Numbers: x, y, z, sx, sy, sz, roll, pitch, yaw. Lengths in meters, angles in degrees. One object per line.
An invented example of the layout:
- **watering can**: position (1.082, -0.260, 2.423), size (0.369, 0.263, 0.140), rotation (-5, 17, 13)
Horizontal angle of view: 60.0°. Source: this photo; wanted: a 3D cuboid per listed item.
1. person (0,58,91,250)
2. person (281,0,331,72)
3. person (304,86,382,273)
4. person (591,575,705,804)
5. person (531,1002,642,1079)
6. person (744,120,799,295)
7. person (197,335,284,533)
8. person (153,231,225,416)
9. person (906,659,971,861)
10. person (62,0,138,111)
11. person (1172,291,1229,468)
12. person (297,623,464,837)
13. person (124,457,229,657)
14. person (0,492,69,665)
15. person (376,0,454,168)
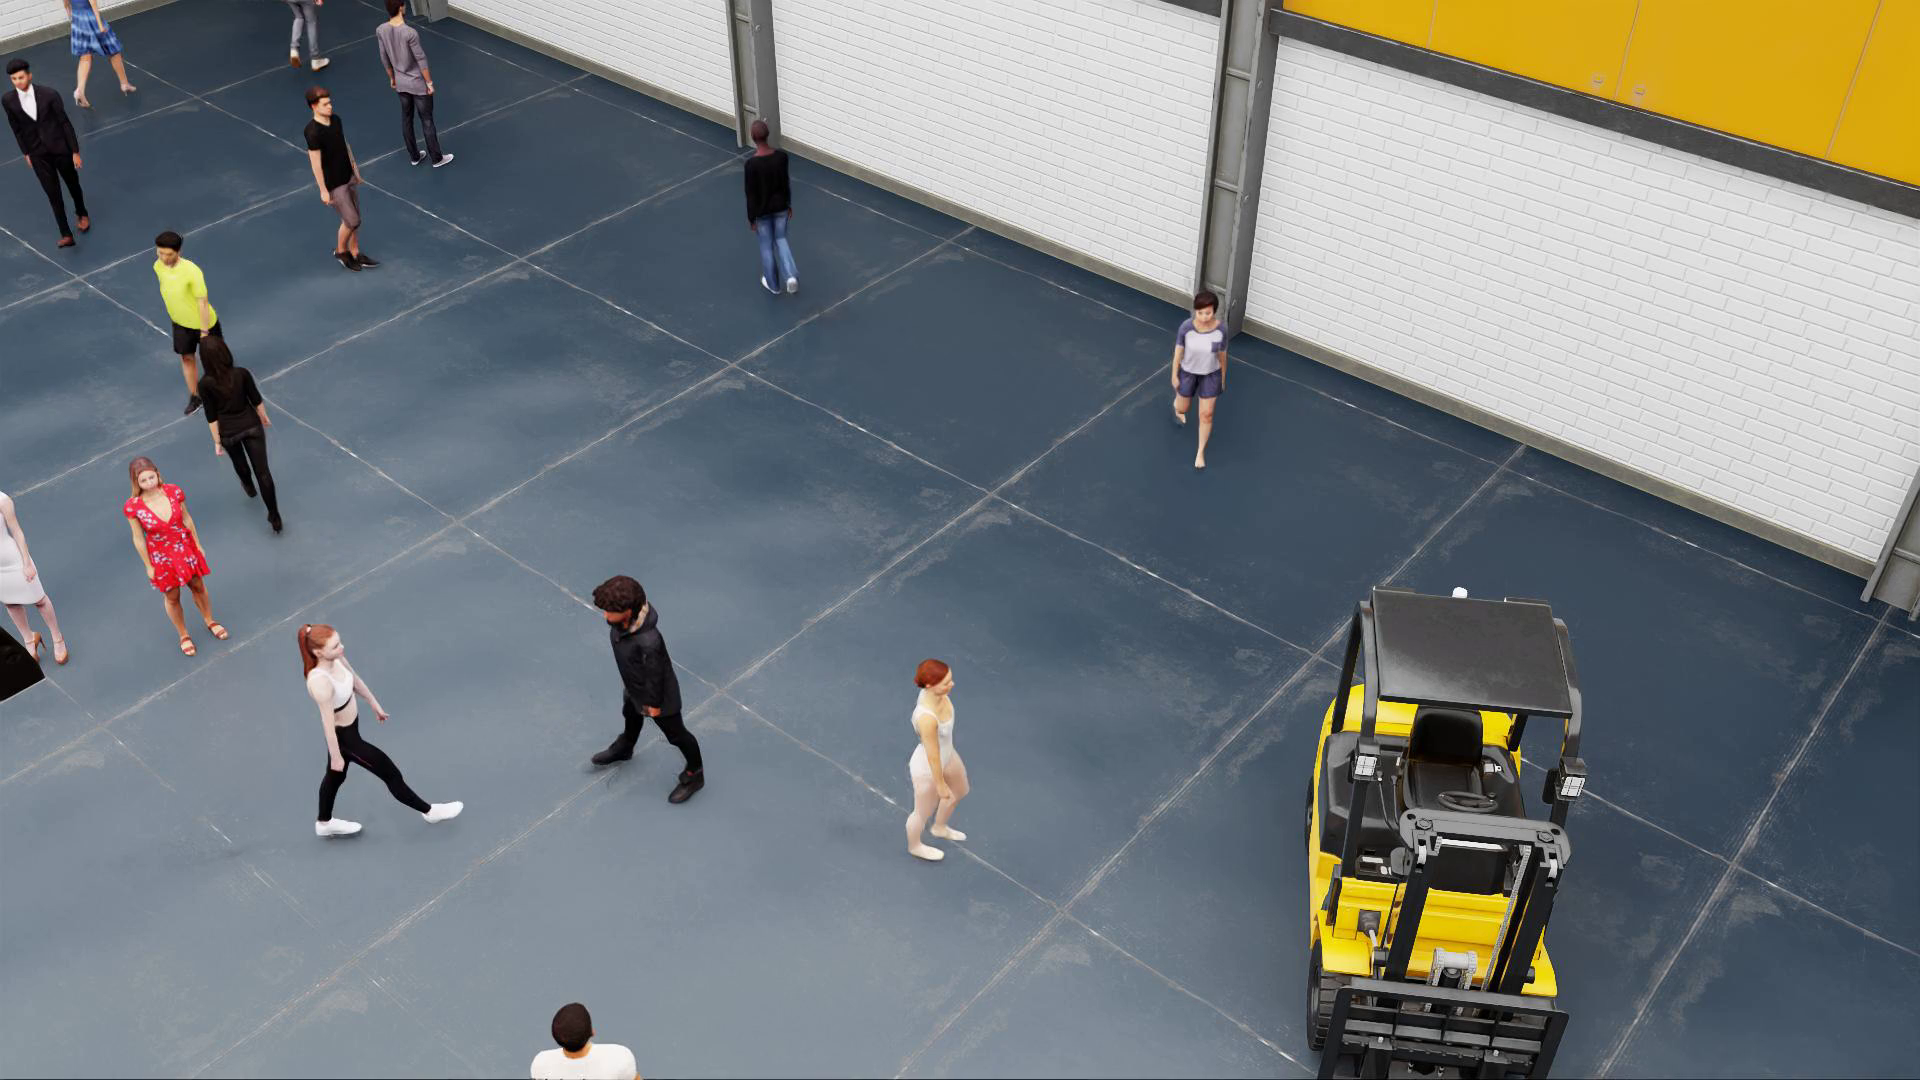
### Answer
- **person**: position (-8.897, -3.860, 16.328), size (1.097, 1.842, 1.242), rotation (-11, 40, -13)
- **person**: position (-7.778, -6.381, 19.462), size (0.891, 1.870, 0.941), rotation (8, 39, 10)
- **person**: position (-5.977, -3.419, 15.763), size (0.816, 1.857, 0.808), rotation (8, 39, 10)
- **person**: position (-1.962, 0.900, 10.448), size (0.934, 1.742, 0.746), rotation (-29, 47, -31)
- **person**: position (-1.744, 2.814, 8.002), size (0.709, 1.804, 0.747), rotation (-6, 39, -8)
- **person**: position (-1.716, -3.011, 15.348), size (0.782, 1.739, 0.937), rotation (-19, 42, -22)
- **person**: position (-5.446, -0.776, 12.663), size (0.830, 1.597, 1.122), rotation (-21, 43, -24)
- **person**: position (-6.454, -1.910, 14.032), size (0.985, 1.661, 0.962), rotation (13, 40, 16)
- **person**: position (-0.244, 1.331, 9.997), size (0.701, 1.632, 0.655), rotation (9, 40, 11)
- **person**: position (-9.823, -5.695, 18.681), size (1.148, 1.773, 1.023), rotation (8, 39, 9)
- **person**: position (1.929, -1.389, 13.477), size (0.951, 1.539, 0.957), rotation (1, 39, 1)
- **person**: position (-3.820, 1.202, 10.108), size (1.157, 1.694, 1.139), rotation (-5, 39, -7)
- **person**: position (-5.488, 0.085, 11.588), size (0.590, 1.592, 0.569), rotation (-30, 47, -32)
- **person**: position (-6.506, 0.149, 11.348), size (0.613, 1.793, 0.677), rotation (-3, 39, -3)
- **person**: position (-5.801, -4.847, 17.558), size (0.621, 1.850, 0.802), rotation (12, 40, 14)
